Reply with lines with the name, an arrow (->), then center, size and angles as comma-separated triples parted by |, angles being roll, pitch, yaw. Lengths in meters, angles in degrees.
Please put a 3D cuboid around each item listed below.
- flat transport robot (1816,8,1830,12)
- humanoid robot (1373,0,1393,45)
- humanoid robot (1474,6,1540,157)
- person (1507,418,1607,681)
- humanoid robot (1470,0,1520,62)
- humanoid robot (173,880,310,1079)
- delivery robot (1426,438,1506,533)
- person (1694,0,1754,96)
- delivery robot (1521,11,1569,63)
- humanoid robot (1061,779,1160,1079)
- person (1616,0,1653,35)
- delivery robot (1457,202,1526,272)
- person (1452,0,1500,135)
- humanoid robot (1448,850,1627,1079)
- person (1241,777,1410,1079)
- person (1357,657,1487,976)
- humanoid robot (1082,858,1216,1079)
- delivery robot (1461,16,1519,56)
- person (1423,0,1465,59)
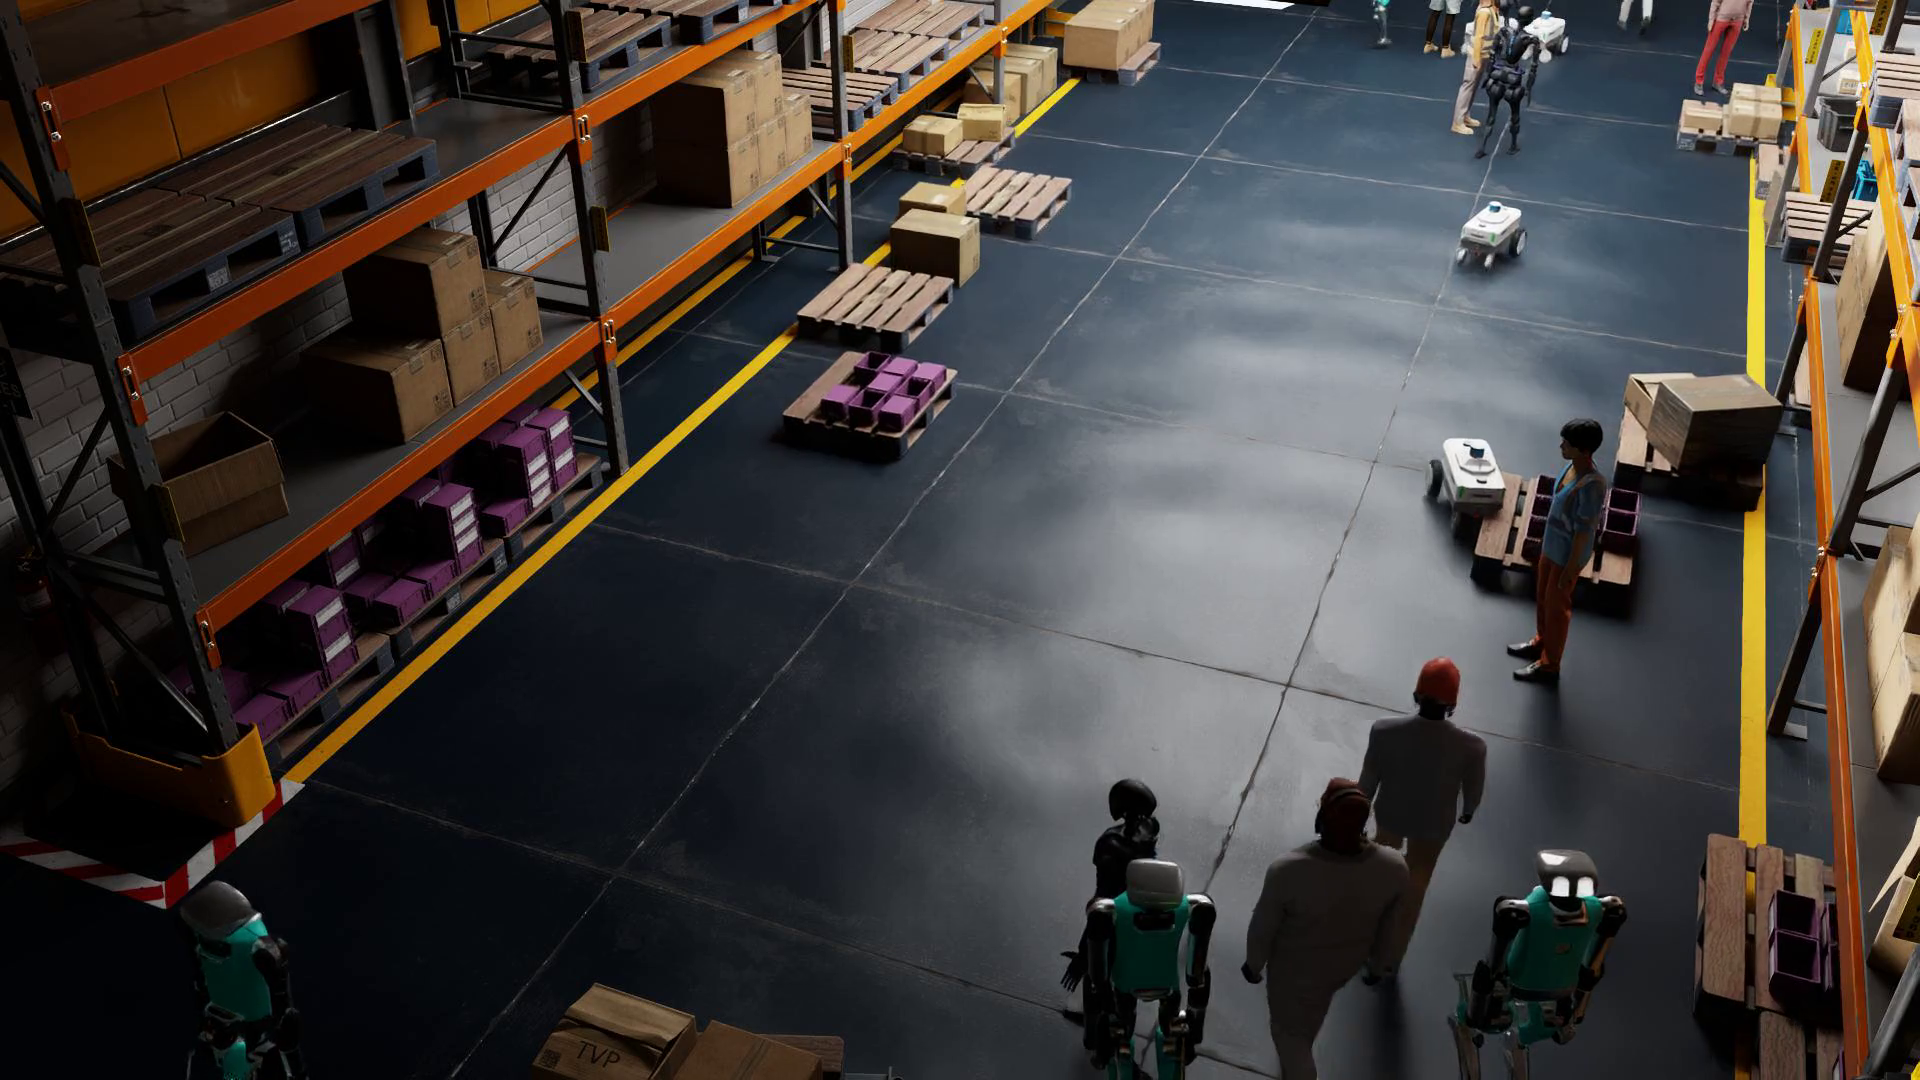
flat transport robot -> 11.414, -6.288, 21.323 | 0.659, 0.231, 1.431 | -8, 34, -13
humanoid robot -> 5.500, -7.209, 21.393 | 0.530, 1.765, 0.785 | 25, 40, 33
humanoid robot -> 5.942, -4.977, 18.024 | 0.615, 1.638, 0.618 | 27, 41, 35
person -> 3.664, 0.057, 10.131 | 0.332, 1.758, 0.507 | 1, 33, 2
humanoid robot -> 6.757, -6.831, 20.874 | 0.612, 1.645, 0.487 | 4, 33, 6
humanoid robot -> -3.056, 2.284, 6.719 | 0.543, 1.771, 0.955 | 14, 35, 21
delivery robot -> 3.684, -0.429, 11.981 | 0.499, 0.583, 0.767 | 2, 33, 3
person -> 9.152, -6.181, 19.778 | 0.525, 1.767, 0.329 | -3, 33, -5
delivery robot -> 7.494, -6.475, 21.362 | 0.513, 0.608, 0.780 | 23, 39, 31
humanoid robot -> 0.695, 1.775, 7.575 | 0.592, 1.648, 0.617 | 19, 38, 27
person -> 9.032, -7.625, 21.912 | 0.543, 1.876, 0.770 | 3, 33, 5
delivery robot -> 5.067, -2.935, 15.872 | 0.499, 0.595, 0.783 | 22, 39, 30
person -> 5.850, -5.447, 18.648 | 0.370, 1.766, 0.478 | 16, 36, 24
humanoid robot -> 2.401, 1.952, 7.252 | 0.542, 1.832, 0.658 | -2, 33, -3
person -> 1.574, 1.840, 7.270 | 0.646, 1.876, 0.867 | -7, 33, -10
person -> 2.274, 1.296, 8.253 | 0.576, 1.707, 0.867 | 13, 35, 19
humanoid robot -> 0.786, 2.179, 6.861 | 0.530, 1.778, 0.742 | -2, 33, -4
delivery robot -> 6.854, -6.513, 21.425 | 0.803, 0.614, 0.499 | -20, 38, -28
person -> 6.204, -6.993, 21.105 | 0.320, 1.690, 0.533 | -21, 39, -29
